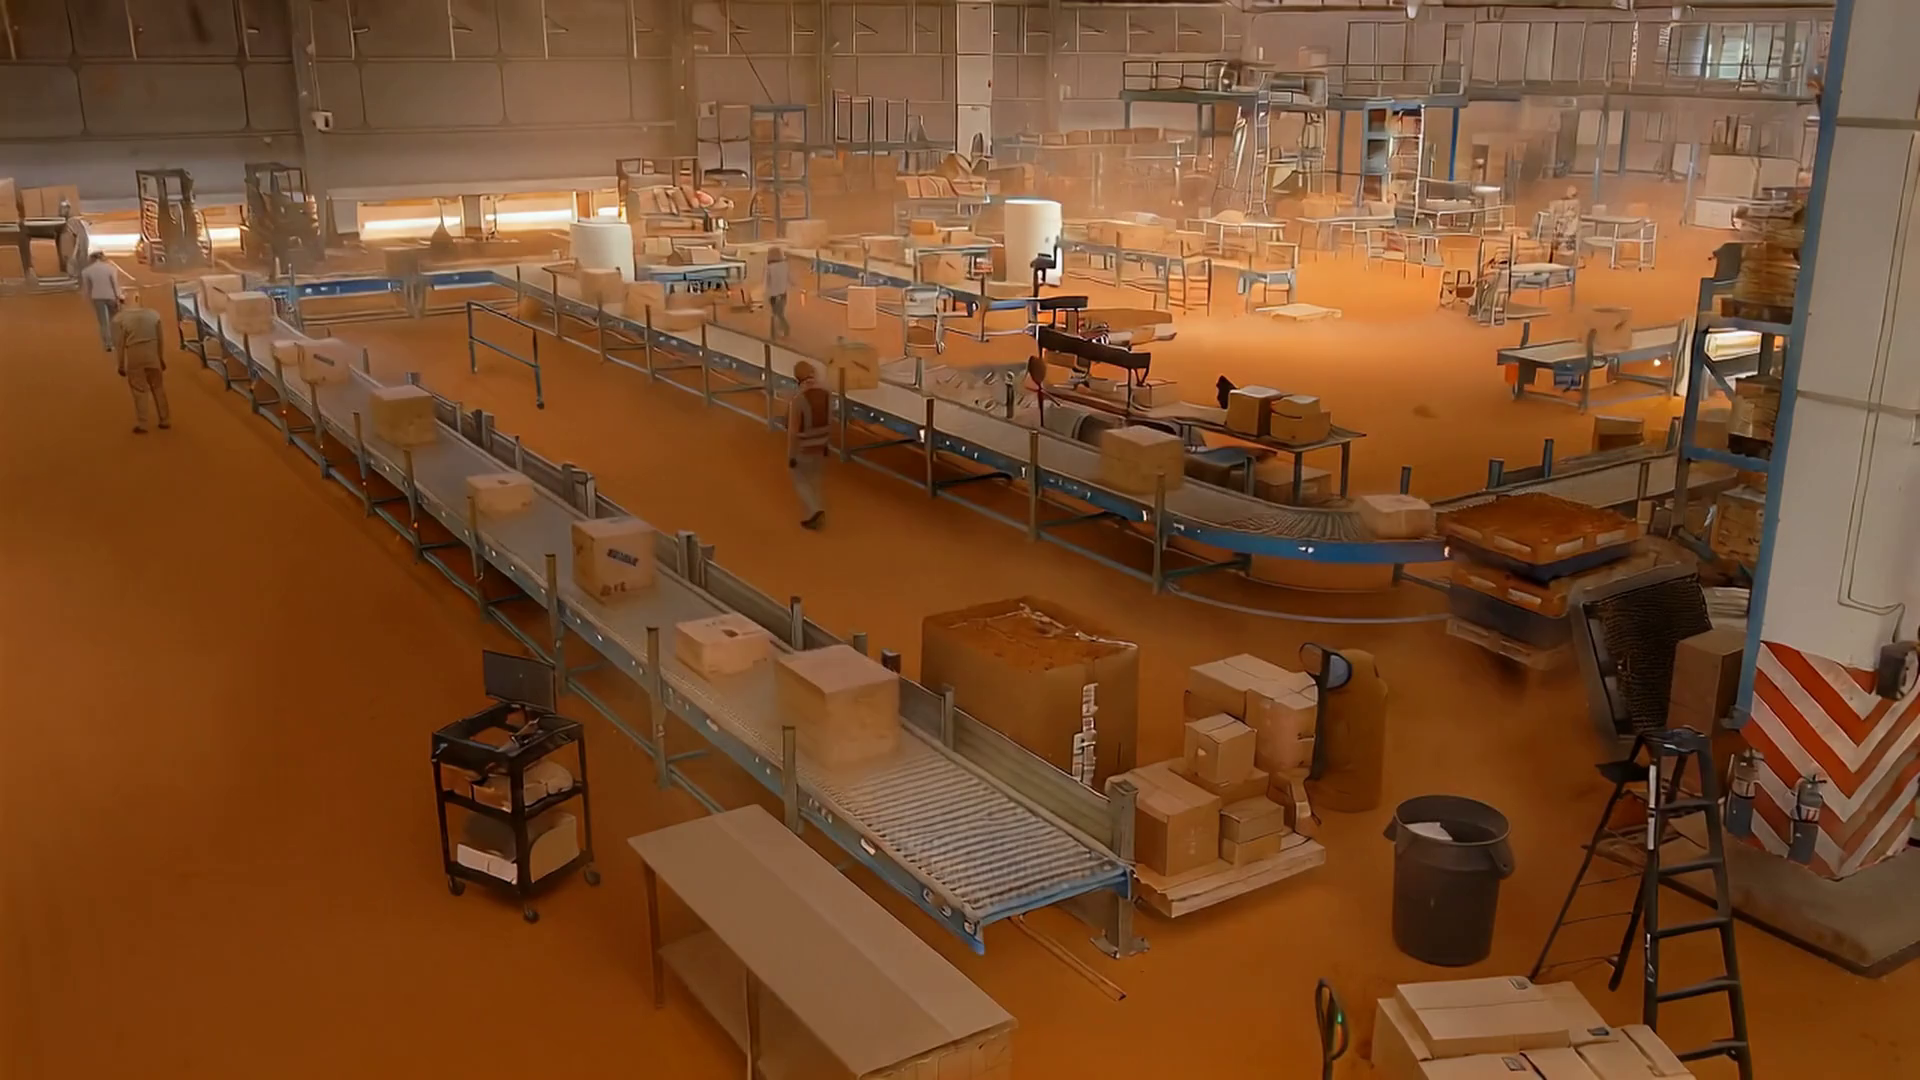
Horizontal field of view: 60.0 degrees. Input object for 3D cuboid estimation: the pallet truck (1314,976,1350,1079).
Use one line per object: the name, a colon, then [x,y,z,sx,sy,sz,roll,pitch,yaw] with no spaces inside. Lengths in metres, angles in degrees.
pallet truck: [2.299,2.390,7.086,1.601,1.201,0.680,-2,17,-7]

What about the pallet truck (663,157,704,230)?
pallet truck: [-7.586,-9.308,44.692,0.823,1.965,1.885,-11,20,-33]

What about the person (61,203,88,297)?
person: [-17.680,-5.804,33.289,0.394,1.847,0.563,-5,17,-16]

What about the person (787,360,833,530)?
person: [-1.547,-0.959,17.227,0.480,1.815,0.616,14,22,39]

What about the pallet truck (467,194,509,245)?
pallet truck: [-11.983,-8.177,42.137,0.704,1.261,1.522,-11,20,-33]

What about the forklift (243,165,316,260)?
forklift: [-15.898,-7.669,38.708,1.157,1.987,2.680,-11,20,-33]

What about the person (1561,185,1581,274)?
person: [13.357,-6.822,36.529,0.377,1.932,0.552,16,23,42]

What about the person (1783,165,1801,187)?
person: [21.890,-9.004,44.025,0.607,1.796,0.871,-9,19,-28]

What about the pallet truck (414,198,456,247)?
pallet truck: [-13.250,-8.060,41.856,0.680,1.201,1.601,-10,20,-31]

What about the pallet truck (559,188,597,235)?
pallet truck: [-10.010,-8.652,43.699,0.653,1.274,1.630,-10,20,-31]

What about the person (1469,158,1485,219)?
person: [14.826,-10.061,47.645,0.484,1.740,0.314,-14,21,-38]

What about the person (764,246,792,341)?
person: [-3.052,-4.164,28.244,0.508,1.617,0.632,-14,22,-40]

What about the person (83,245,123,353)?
person: [-14.073,-3.976,27.372,0.552,1.736,0.738,-6,18,-18]

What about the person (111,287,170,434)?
person: [-10.686,-2.341,21.671,0.399,1.905,0.642,12,21,36]

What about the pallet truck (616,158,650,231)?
pallet truck: [-8.918,-9.176,44.255,0.823,1.965,1.885,-9,19,-27]

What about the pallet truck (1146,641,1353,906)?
pallet truck: [1.664,1.407,10.232,1.630,1.274,0.653,-10,20,-31]

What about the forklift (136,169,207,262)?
forklift: [-17.842,-7.318,37.559,1.157,1.987,2.680,-10,20,-31]
